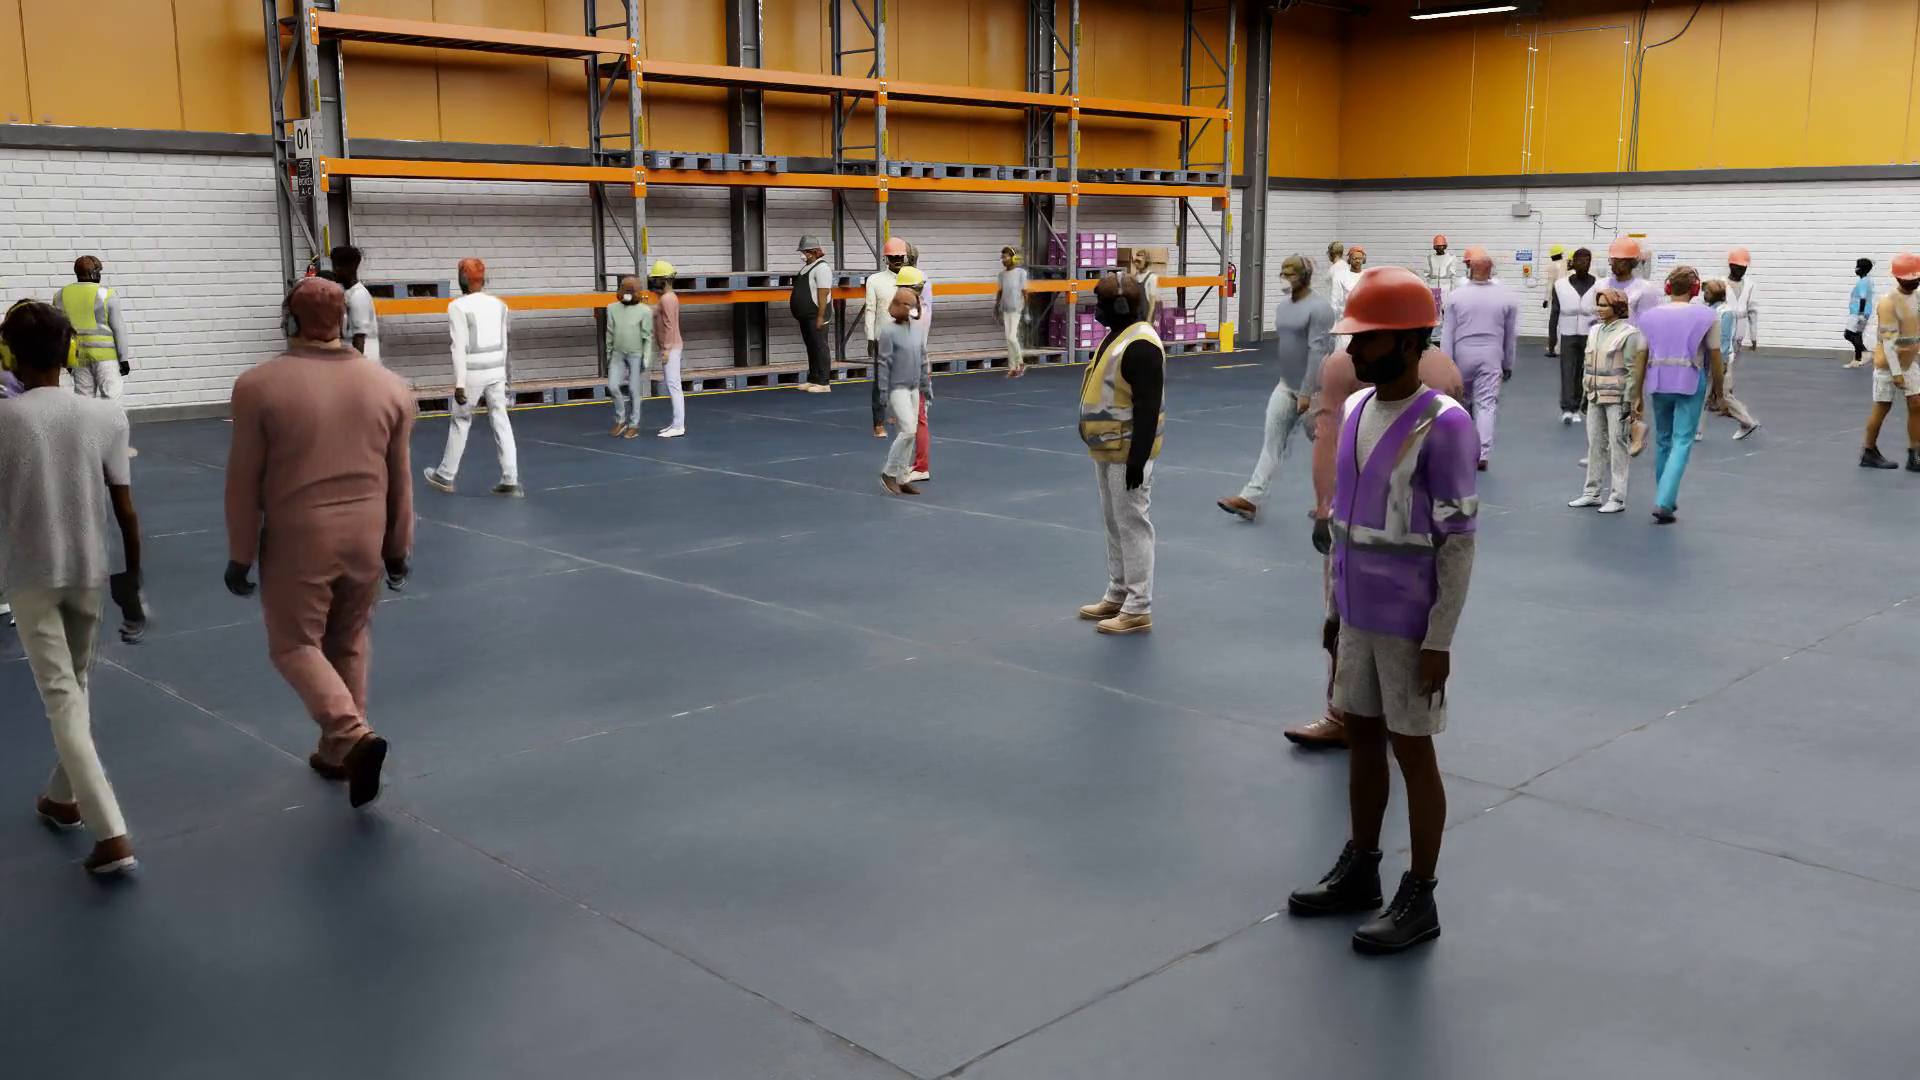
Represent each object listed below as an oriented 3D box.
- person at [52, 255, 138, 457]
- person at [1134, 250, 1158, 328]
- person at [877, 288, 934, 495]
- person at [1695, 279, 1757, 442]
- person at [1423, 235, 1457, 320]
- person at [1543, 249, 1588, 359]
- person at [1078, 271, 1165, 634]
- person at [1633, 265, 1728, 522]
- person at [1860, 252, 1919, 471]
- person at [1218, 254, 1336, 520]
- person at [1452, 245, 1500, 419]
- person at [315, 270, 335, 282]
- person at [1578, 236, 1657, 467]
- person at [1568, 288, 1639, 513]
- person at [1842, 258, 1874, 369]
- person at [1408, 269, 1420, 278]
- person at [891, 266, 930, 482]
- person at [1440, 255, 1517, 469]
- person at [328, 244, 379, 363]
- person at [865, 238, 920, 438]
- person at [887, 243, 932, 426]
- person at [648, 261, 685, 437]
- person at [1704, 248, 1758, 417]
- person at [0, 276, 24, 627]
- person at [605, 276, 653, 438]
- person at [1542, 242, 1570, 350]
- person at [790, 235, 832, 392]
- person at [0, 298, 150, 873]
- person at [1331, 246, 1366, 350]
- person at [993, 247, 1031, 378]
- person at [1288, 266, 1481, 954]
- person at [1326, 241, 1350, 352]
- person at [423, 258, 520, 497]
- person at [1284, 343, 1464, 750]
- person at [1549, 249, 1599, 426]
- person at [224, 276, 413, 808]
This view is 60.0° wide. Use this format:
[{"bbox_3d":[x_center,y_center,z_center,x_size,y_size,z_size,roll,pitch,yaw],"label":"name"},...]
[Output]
[{"bbox_3d":[-7.821,-1.646,15.065,0.626,1.844,0.429,0,10,2],"label":"person"},{"bbox_3d":[2.422,-2.979,22.386,0.515,1.824,0.535,-6,12,-29],"label":"person"},{"bbox_3d":[-0.405,-1.142,12.930,0.354,1.622,0.504,7,12,32],"label":"person"},{"bbox_3d":[7.438,-1.747,16.236,0.713,1.609,0.520,-2,11,-12],"label":"person"},{"bbox_3d":[8.993,-4.701,31.223,0.610,2.031,0.425,5,11,24],"label":"person"},{"bbox_3d":[10.049,-3.833,27.120,0.603,1.795,0.896,-9,14,-41],"label":"person"},{"bbox_3d":[0.819,-0.444,8.515,0.429,1.839,0.633,-2,11,-10],"label":"person"},{"bbox_3d":[5.124,-1.045,11.863,0.600,1.814,0.805,9,14,42],"label":"person"},{"bbox_3d":[8.042,-1.511,14.210,0.610,1.882,0.661,-3,11,-18],"label":"person"},{"bbox_3d":[2.347,-1.056,11.723,1.020,1.880,0.652,-5,11,-23],"label":"person"},{"bbox_3d":[5.667,-2.279,18.314,0.539,1.917,0.540,-3,11,-15],"label":"person"},{"bbox_3d":[-5.974,-1.706,15.783,0.540,1.695,0.317,-5,12,-26],"label":"person"},{"bbox_3d":[5.835,-1.657,14.643,0.848,2.024,0.617,-5,12,-26],"label":"person"},{"bbox_3d":[4.748,-1.018,12.188,0.313,1.640,0.516,-3,11,-18],"label":"person"},{"bbox_3d":[13.606,-3.415,25.145,0.389,1.684,0.538,8,13,36],"label":"person"},{"bbox_3d":[5.580,-2.564,20.703,0.537,1.605,0.347,-1,10,-6],"label":"person"},{"bbox_3d":[-0.405,-1.365,13.735,0.318,1.767,0.534,0,10,0],"label":"person"},{"bbox_3d":[4.544,-1.570,14.628,0.665,1.854,1.016,1,10,7],"label":"person"},{"bbox_3d":[-5.078,-1.525,14.111,0.505,1.946,0.628,-4,11,-22],"label":"person"},{"bbox_3d":[-0.658,-2.030,16.733,0.610,1.996,0.378,-4,11,-22],"label":"person"},{"bbox_3d":[-0.524,-2.157,17.586,0.376,1.940,0.627,-6,12,-30],"label":"person"},{"bbox_3d":[-2.957,-1.917,16.749,0.326,1.767,0.533,-1,10,-5],"label":"person"},{"bbox_3d":[8.690,-2.334,18.743,0.554,1.875,1.012,-1,10,-5],"label":"person"},{"bbox_3d":[-5.007,-0.506,8.627,0.585,1.923,0.380,3,11,14],"label":"person"},{"bbox_3d":[-3.307,-1.819,16.590,0.522,1.610,0.415,2,11,11],"label":"person"},{"bbox_3d":[10.432,-4.232,29.018,0.686,1.899,0.459,-9,14,-41],"label":"person"},{"bbox_3d":[-1.940,-2.937,21.560,0.535,2.000,0.679,-5,12,-26],"label":"person"},{"bbox_3d":[-2.931,0.146,5.376,0.950,1.834,0.520,9,14,40],"label":"person"},{"bbox_3d":[4.913,-2.713,20.763,0.587,1.882,0.341,-1,10,-5],"label":"person"},{"bbox_3d":[0.724,-3.210,23.544,0.563,1.852,0.418,9,14,40],"label":"person"},{"bbox_3d":[1.197,0.203,4.717,0.379,1.937,0.548,-4,11,-22],"label":"person"},{"bbox_3d":[5.227,-3.169,23.113,0.379,1.937,0.629,4,11,23],"label":"person"},{"bbox_3d":[-3.816,-1.262,12.967,0.951,1.837,0.602,7,13,34],"label":"person"},{"bbox_3d":[1.625,-0.112,6.657,0.804,1.865,0.447,-5,12,-26],"label":"person"},{"bbox_3d":[6.616,-2.155,17.747,0.615,1.866,0.985,3,11,14],"label":"person"},{"bbox_3d":[-2.252,0.008,5.938,0.777,1.882,0.657,9,14,42],"label":"person"}]
